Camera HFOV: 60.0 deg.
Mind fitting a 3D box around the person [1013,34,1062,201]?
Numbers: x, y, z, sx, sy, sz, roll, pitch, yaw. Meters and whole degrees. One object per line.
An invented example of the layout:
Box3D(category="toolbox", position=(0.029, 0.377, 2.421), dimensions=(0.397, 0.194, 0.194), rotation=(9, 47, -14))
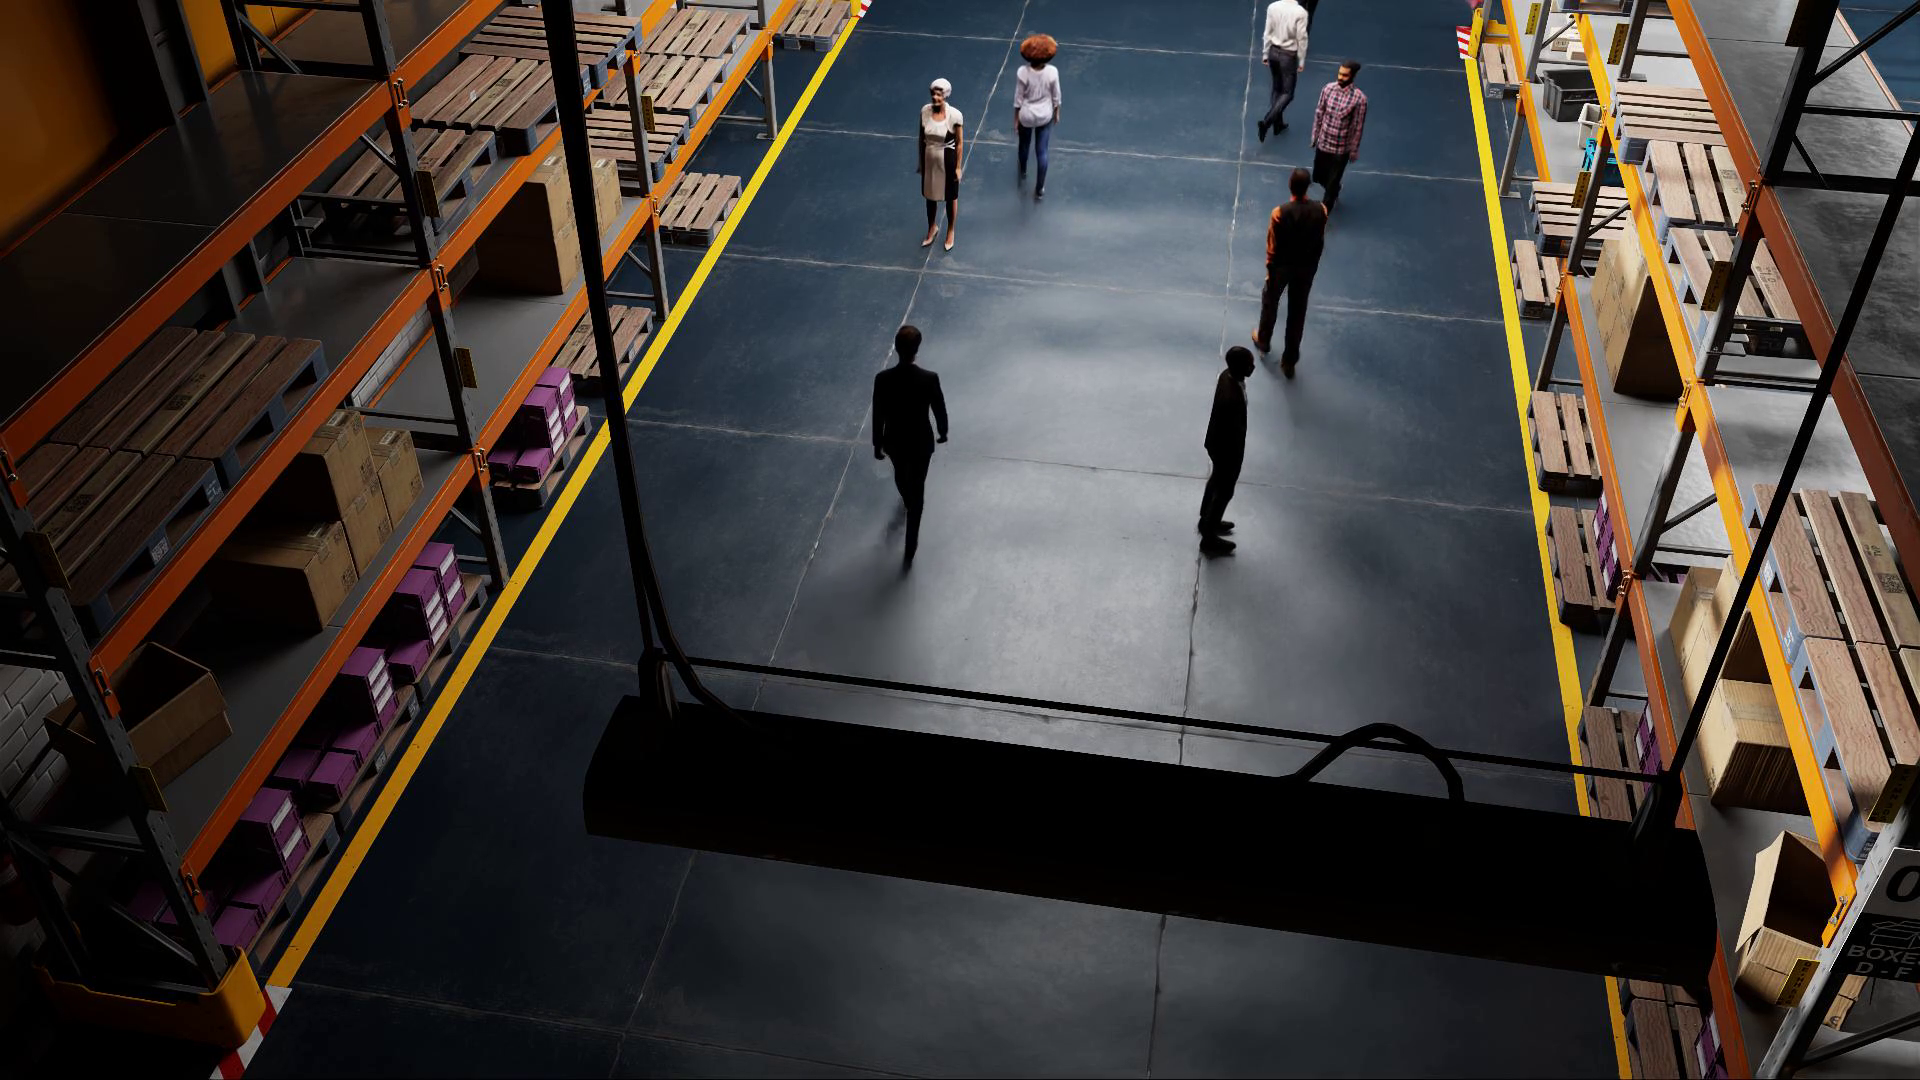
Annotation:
Box3D(category="person", position=(0.794, -4.377, 17.338), dimensions=(0.750, 1.677, 1.077), rotation=(1, 39, 1))

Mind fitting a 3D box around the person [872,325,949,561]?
Box3D(category="person", position=(-0.388, -0.695, 12.602), dimensions=(0.853, 1.834, 1.255), rotation=(1, 39, 1))

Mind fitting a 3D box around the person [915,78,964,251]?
Box3D(category="person", position=(-0.191, -3.720, 16.452), dimensions=(0.678, 1.756, 0.601), rotation=(14, 41, 17))

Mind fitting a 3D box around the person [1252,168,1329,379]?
Box3D(category="person", position=(2.943, -2.296, 14.570), dimensions=(0.844, 1.880, 1.051), rotation=(-1, 39, -1))

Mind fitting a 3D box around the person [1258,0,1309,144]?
Box3D(category="person", position=(3.529, -5.261, 18.306), dimensions=(0.966, 1.851, 1.132), rotation=(26, 45, 29))

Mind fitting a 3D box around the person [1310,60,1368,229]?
Box3D(category="person", position=(3.828, -4.028, 16.848), dimensions=(1.025, 1.743, 1.162), rotation=(29, 47, 31))

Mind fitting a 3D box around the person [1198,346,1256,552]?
Box3D(category="person", position=(2.013, -0.701, 12.640), dimensions=(0.745, 1.796, 0.525), rotation=(1, 39, 2))
